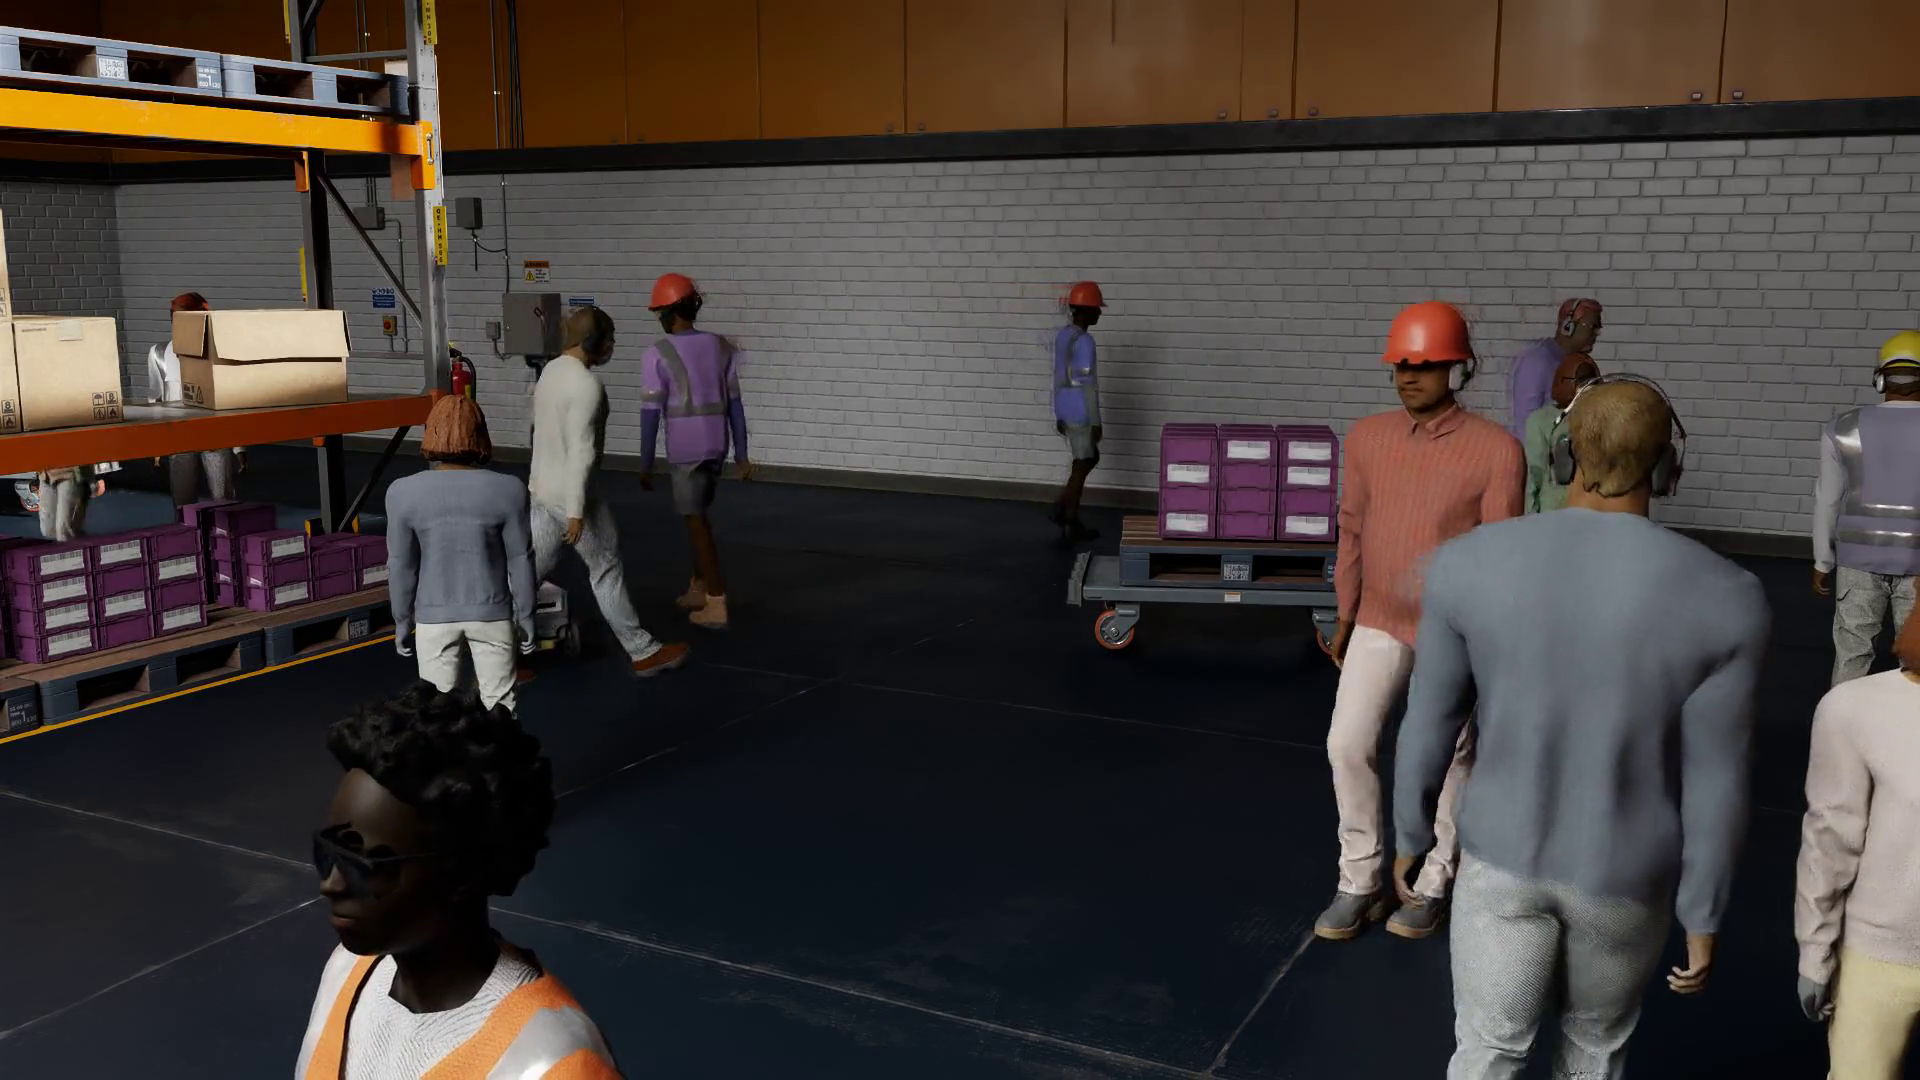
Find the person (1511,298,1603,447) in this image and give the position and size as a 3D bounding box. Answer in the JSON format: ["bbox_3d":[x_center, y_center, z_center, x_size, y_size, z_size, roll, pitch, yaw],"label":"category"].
[{"bbox_3d":[3.266,-0.375,9.098,0.669,1.881,0.431,-8,13,-40],"label":"person"}]

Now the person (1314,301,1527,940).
[{"bbox_3d":[1.350,0.278,5.032,0.646,1.976,0.647,8,13,40],"label":"person"}]

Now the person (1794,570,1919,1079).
[{"bbox_3d":[1.819,0.794,3.089,0.505,1.626,0.283,3,10,18],"label":"person"}]

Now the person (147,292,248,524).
[{"bbox_3d":[-4.703,-0.581,10.284,0.573,1.886,0.354,-2,10,-11],"label":"person"}]

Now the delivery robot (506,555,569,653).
[{"bbox_3d":[-2.313,0.314,8.683,0.477,0.478,0.707,-6,11,-31],"label":"delivery robot"}]

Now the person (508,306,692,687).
[{"bbox_3d":[-1.891,-0.200,8.145,1.058,1.873,0.701,-7,12,-34],"label":"person"}]

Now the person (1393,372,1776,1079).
[{"bbox_3d":[1.133,0.645,3.148,0.676,1.907,0.886,5,11,25],"label":"person"}]

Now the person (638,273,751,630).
[{"bbox_3d":[-1.575,-0.507,9.508,0.792,2.006,0.614,8,13,40],"label":"person"}]

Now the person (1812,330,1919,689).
[{"bbox_3d":[3.727,0.080,6.648,0.589,1.822,0.403,6,11,31],"label":"person"}]

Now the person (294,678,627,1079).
[{"bbox_3d":[-0.532,0.980,1.790,0.535,1.700,0.318,9,13,41],"label":"person"}]

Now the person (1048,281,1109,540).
[{"bbox_3d":[0.904,-0.941,12.271,0.410,1.917,0.564,-3,10,-15],"label":"person"}]

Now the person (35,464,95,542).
[{"bbox_3d":[-5.258,-0.378,9.867,0.533,1.617,0.569,5,11,29],"label":"person"}]

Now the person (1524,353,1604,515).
[{"bbox_3d":[3.038,-0.115,8.316,0.498,1.634,0.280,-2,10,-14],"label":"person"}]

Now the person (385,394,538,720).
[{"bbox_3d":[-1.759,0.299,5.918,0.507,1.631,0.266,-2,10,-11],"label":"person"}]
